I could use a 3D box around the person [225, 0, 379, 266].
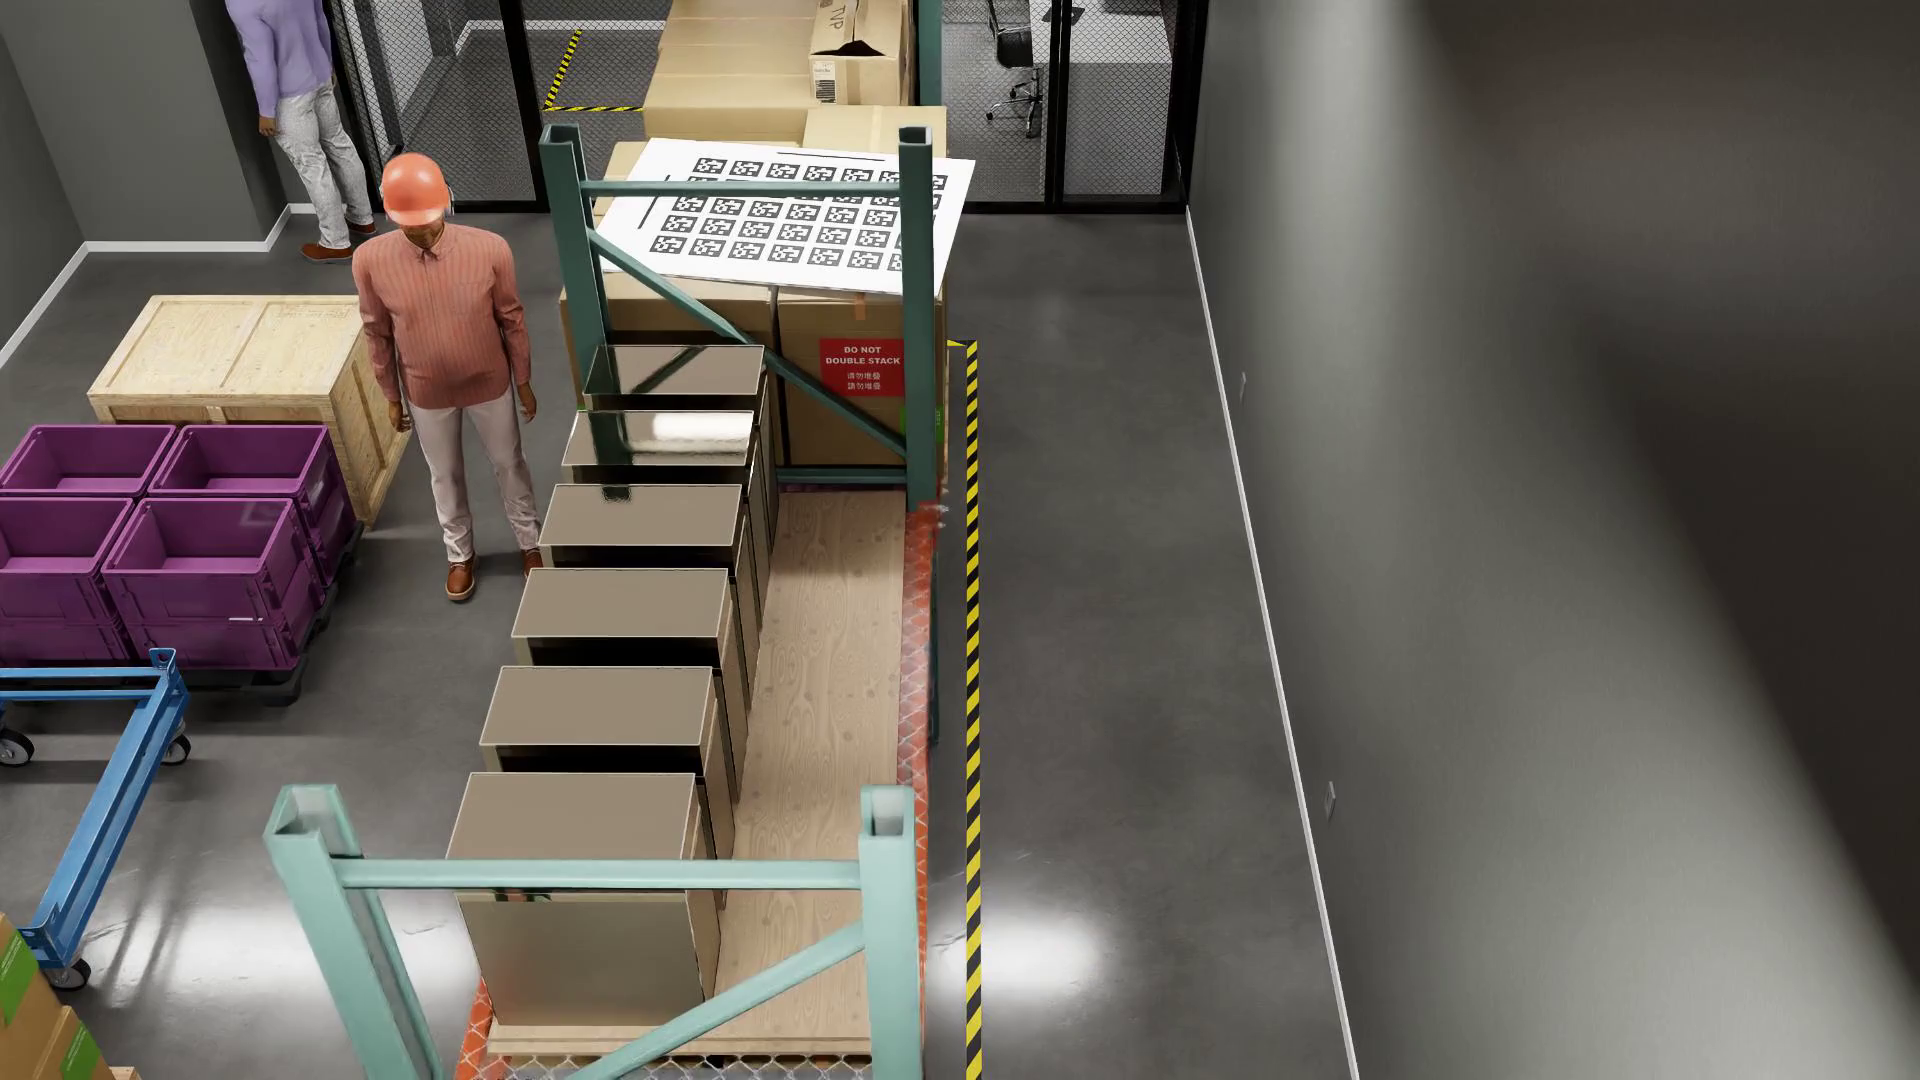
[{"bbox_3d":[-3.414,-2.338,8.557,0.352,1.938,0.635,11,42,12],"label":"person"}]

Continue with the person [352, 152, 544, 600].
[{"bbox_3d":[-1.977,-0.619,6.552,0.611,1.994,0.379,-10,42,-11],"label":"person"}]
